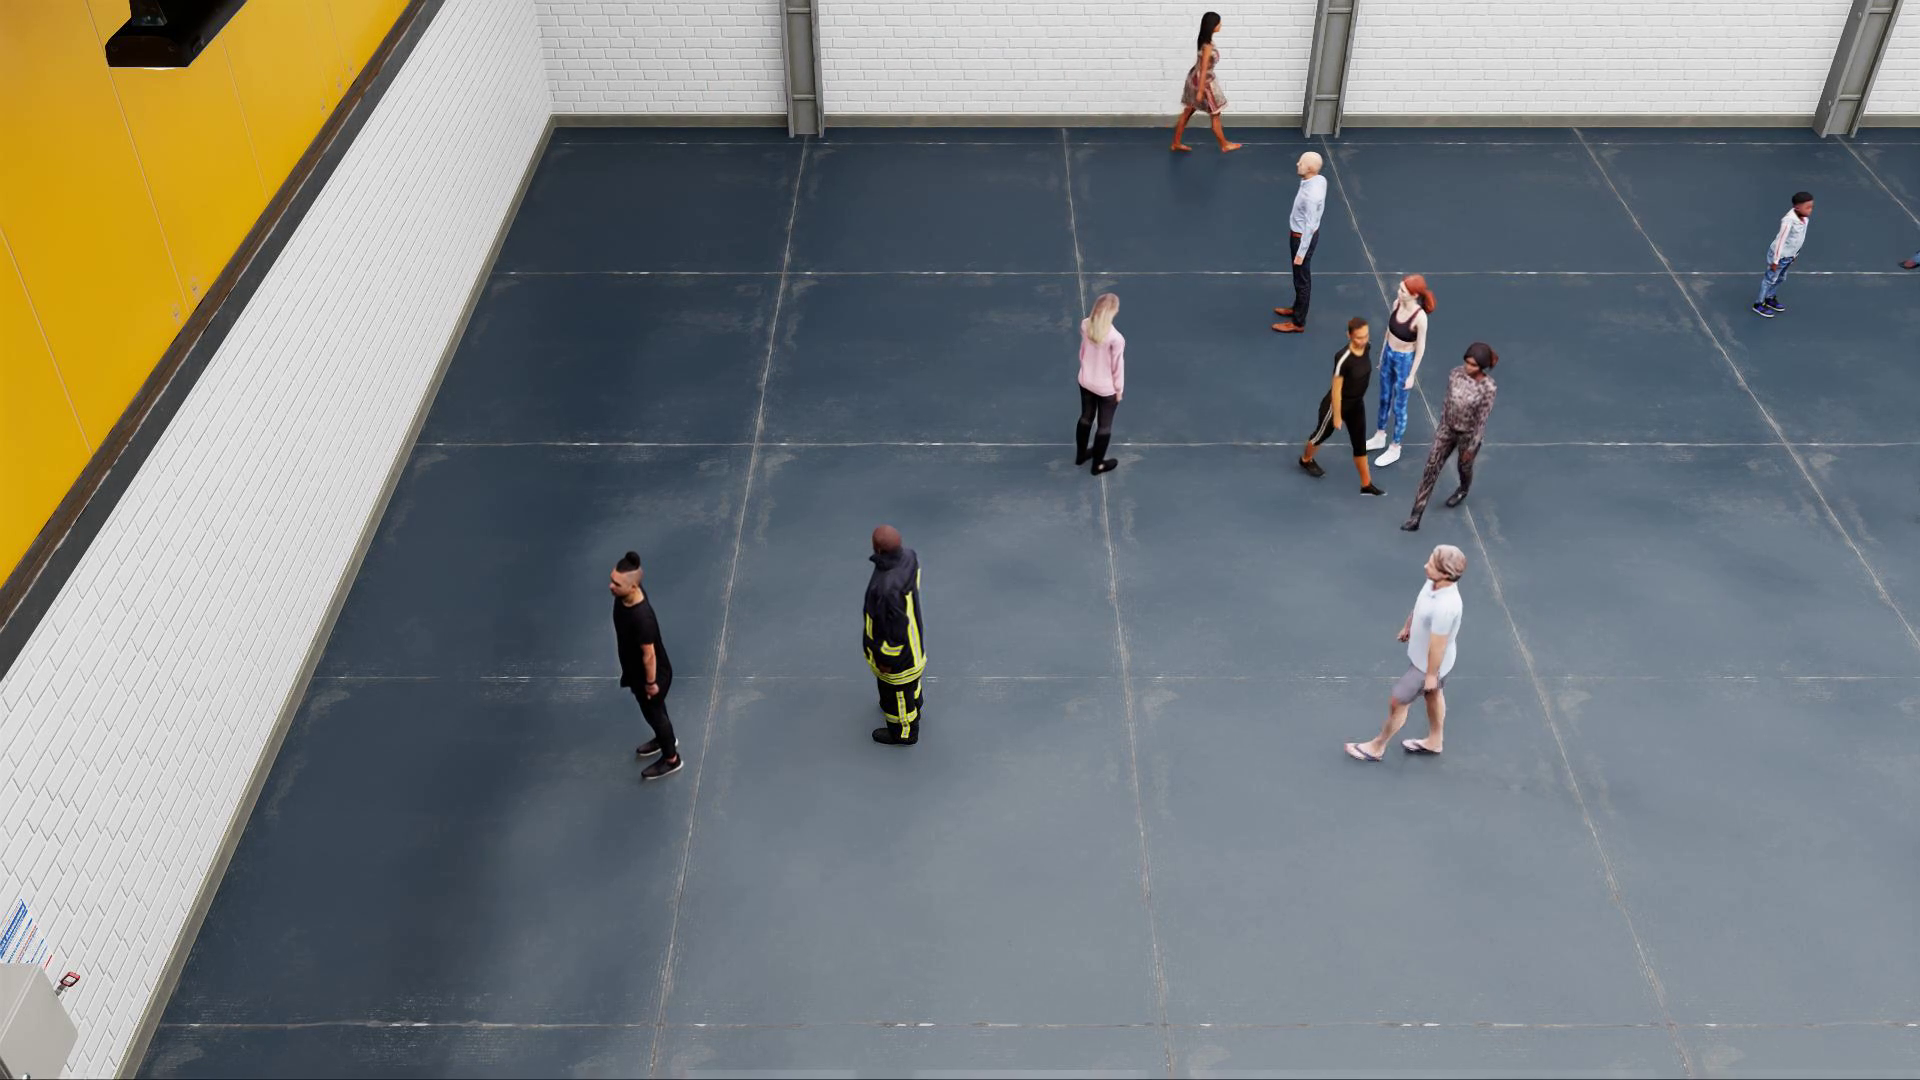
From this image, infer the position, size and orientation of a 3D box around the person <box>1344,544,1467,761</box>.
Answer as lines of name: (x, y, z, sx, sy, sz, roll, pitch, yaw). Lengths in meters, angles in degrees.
person: (3.204, 0.796, 11.020, 0.980, 1.809, 0.801, 8, 39, 10)

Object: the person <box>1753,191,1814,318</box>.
person: (7.891, -2.767, 15.922, 0.554, 1.259, 0.625, -23, 44, -26)

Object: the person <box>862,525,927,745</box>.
person: (-0.430, 0.618, 11.234, 0.737, 1.820, 0.797, 7, 39, 9)

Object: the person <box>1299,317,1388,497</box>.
person: (3.060, -1.128, 13.579, 1.091, 1.622, 1.096, -28, 46, -31)

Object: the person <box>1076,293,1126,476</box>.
person: (1.140, -1.291, 13.733, 0.739, 1.684, 0.685, -30, 47, -32)

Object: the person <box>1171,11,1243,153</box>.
person: (2.603, -5.049, 18.499, 1.009, 1.609, 0.646, -1, 39, -2)

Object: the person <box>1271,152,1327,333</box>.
person: (3.199, -2.778, 15.511, 0.628, 1.789, 0.694, 8, 39, 10)

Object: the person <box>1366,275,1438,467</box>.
person: (3.642, -1.427, 13.822, 0.684, 1.786, 0.652, -16, 41, -19)

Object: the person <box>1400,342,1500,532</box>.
person: (4.025, -0.852, 13.198, 1.169, 1.667, 1.110, -31, 48, -33)

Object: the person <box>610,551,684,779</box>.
person: (-2.083, 0.806, 10.967, 0.728, 1.859, 0.755, -15, 41, -18)
